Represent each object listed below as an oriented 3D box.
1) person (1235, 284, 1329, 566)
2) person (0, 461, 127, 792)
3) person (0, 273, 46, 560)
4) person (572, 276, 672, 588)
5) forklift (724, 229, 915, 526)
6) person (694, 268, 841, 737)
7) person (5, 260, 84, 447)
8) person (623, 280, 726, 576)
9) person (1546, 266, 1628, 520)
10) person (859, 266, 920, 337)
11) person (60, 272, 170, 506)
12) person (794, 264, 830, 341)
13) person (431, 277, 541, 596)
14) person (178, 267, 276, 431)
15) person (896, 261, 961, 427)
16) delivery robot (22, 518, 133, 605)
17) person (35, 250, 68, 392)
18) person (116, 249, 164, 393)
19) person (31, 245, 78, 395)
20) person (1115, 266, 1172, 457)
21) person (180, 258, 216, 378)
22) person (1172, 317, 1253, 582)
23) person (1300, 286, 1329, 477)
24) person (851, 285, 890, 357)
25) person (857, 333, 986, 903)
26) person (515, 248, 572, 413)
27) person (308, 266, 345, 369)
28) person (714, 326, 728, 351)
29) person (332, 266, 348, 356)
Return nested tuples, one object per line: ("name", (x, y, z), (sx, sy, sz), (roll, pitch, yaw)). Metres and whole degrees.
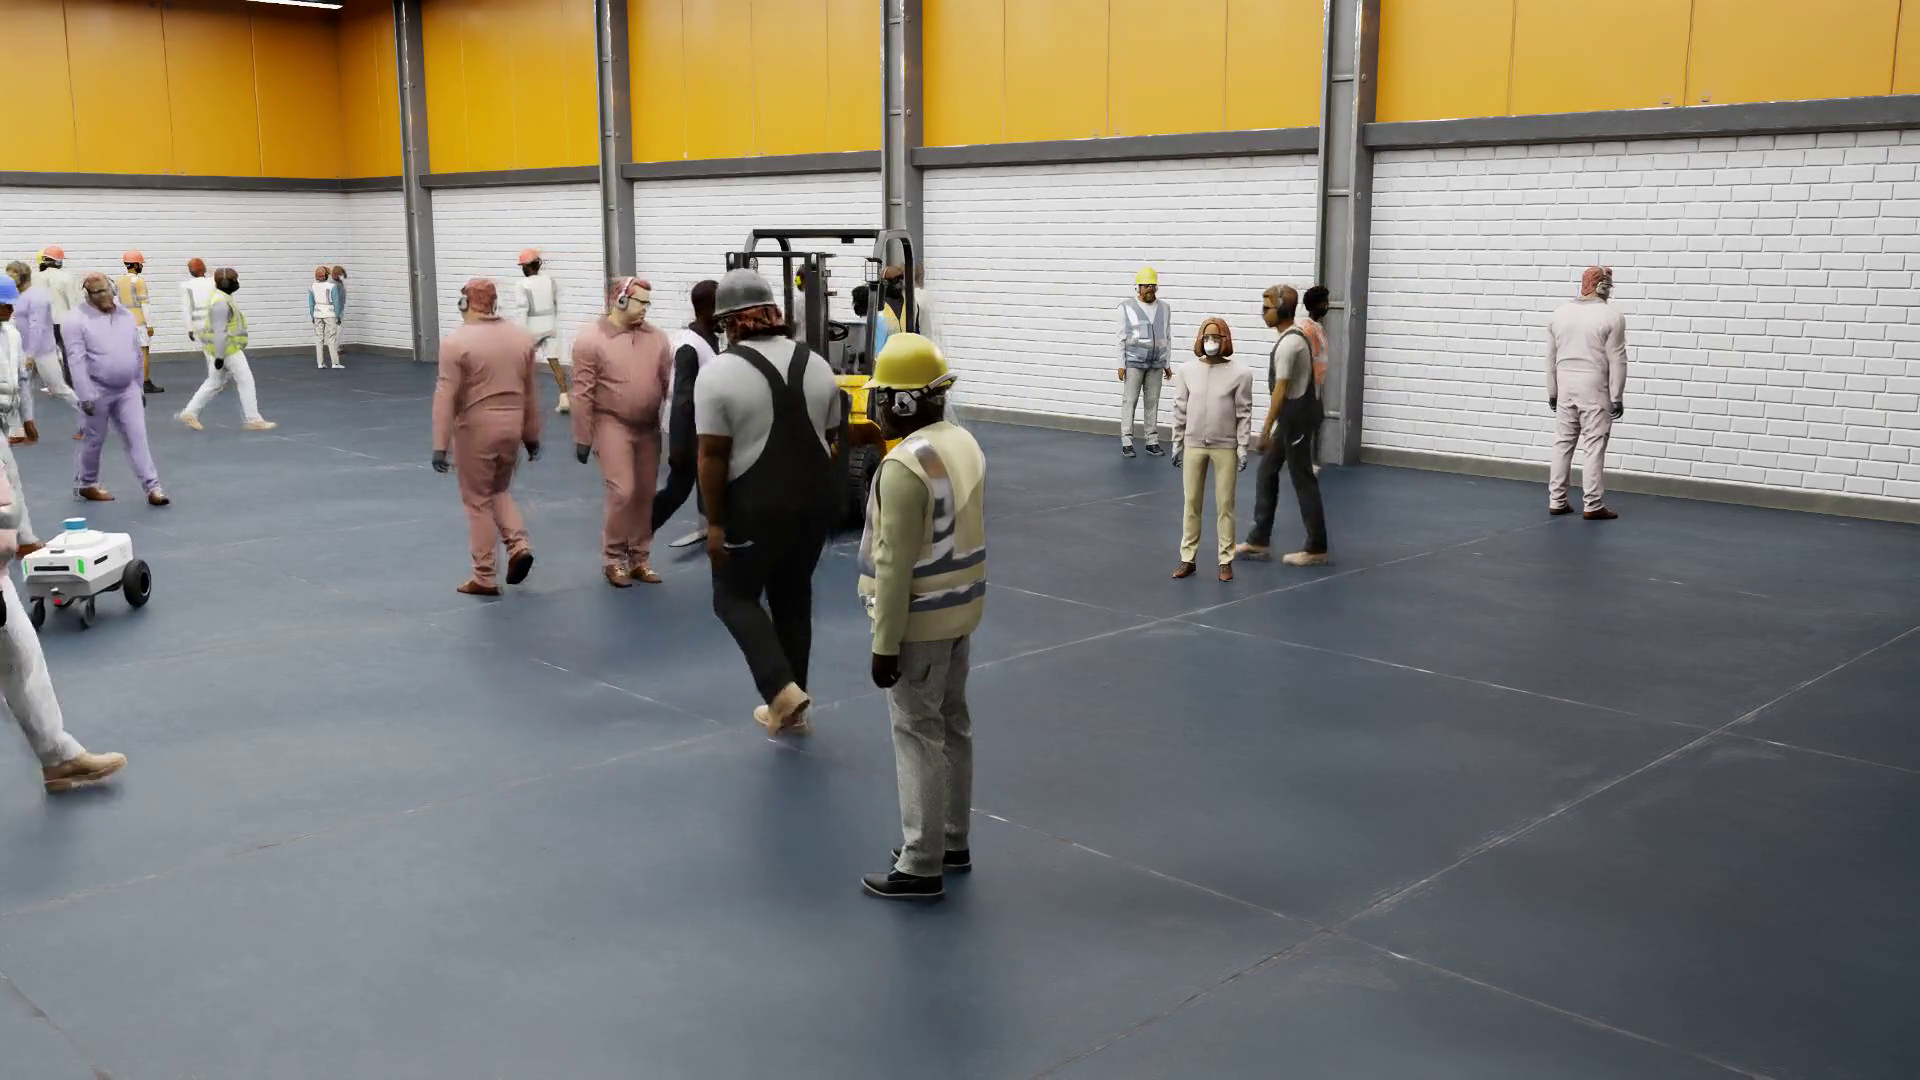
("person", (2.042, -0.727, 10.722), (0.806, 1.811, 0.551), (2, 11, 13))
("person", (-3.533, 0.116, 6.124), (0.832, 1.812, 0.661), (-5, 11, -23))
("person", (-6.428, -0.799, 10.911), (0.880, 1.896, 0.615), (0, 10, -2))
("person", (-1.981, -0.649, 10.130), (0.495, 1.886, 0.658), (10, 14, 43))
("forklift", (-1.050, -1.319, 12.920), (1.214, 2.155, 2.313), (2, 11, 13))
("person", (-0.800, -0.159, 7.010), (0.695, 2.000, 0.631), (-8, 13, -38))
("person", (-9.394, -1.918, 17.028), (0.626, 1.898, 0.998), (7, 12, 33))
("person", (-1.701, -0.661, 10.229), (0.965, 1.877, 0.587), (0, 10, 1))
("person", (4.744, -1.107, 12.567), (0.400, 1.900, 0.645), (-7, 13, -34))
("person", (-0.645, -1.688, 15.893), (0.633, 1.842, 0.429), (-5, 12, -27))
("person", (-6.717, -1.185, 13.142), (0.993, 1.847, 0.667), (7, 12, 32))
("person", (-1.501, -1.911, 17.122), (0.567, 1.844, 0.592), (-9, 14, -40))
("person", (-2.829, -0.607, 9.875), (0.448, 1.884, 0.738), (7, 13, 34))
("person", (-8.077, -2.078, 18.143), (0.932, 1.806, 0.615), (-6, 12, -29))
("person", (-0.406, -1.820, 16.524), (1.050, 1.884, 0.643), (1, 10, 3))
("delivery robot", (-4.918, 0.120, 9.287), (0.477, 0.478, 0.707), (-1, 10, -5))
("person", (-12.400, -2.988, 22.740), (0.360, 1.930, 0.587), (3, 11, 18))
("person", (-11.120, -2.950, 22.513), (0.545, 1.938, 0.356), (6, 12, 28))
("person", (-12.059, -2.930, 22.245), (0.613, 1.994, 0.395), (1, 10, 7))
("person", (1.787, -1.718, 16.083), (0.586, 1.833, 0.403), (-4, 11, -19))
("person", (-10.333, -2.952, 22.828), (0.608, 1.835, 0.951), (-3, 11, -18))
("person", (1.550, -0.560, 10.300), (0.501, 1.636, 0.280), (4, 11, 21))
("person", (3.108, -1.409, 14.794), (0.321, 1.690, 0.530), (3, 11, 17))
("person", (-0.888, -1.463, 15.128), (0.665, 1.674, 0.546), (10, 14, 43))
("person", (-0.128, 0.249, 5.374), (0.403, 1.826, 0.592), (4, 11, 22))
("person", (-5.052, -2.509, 20.016), (0.616, 1.990, 1.088), (-10, 14, -42))
("person", (-10.125, -3.541, 26.542), (0.512, 1.642, 0.312), (2, 11, 12))
("person", (-2.345, -1.728, 16.726), (0.535, 1.623, 0.538), (-7, 13, -34))
("person", (-10.981, -4.046, 29.416), (0.414, 1.596, 0.606), (-1, 10, -5))
